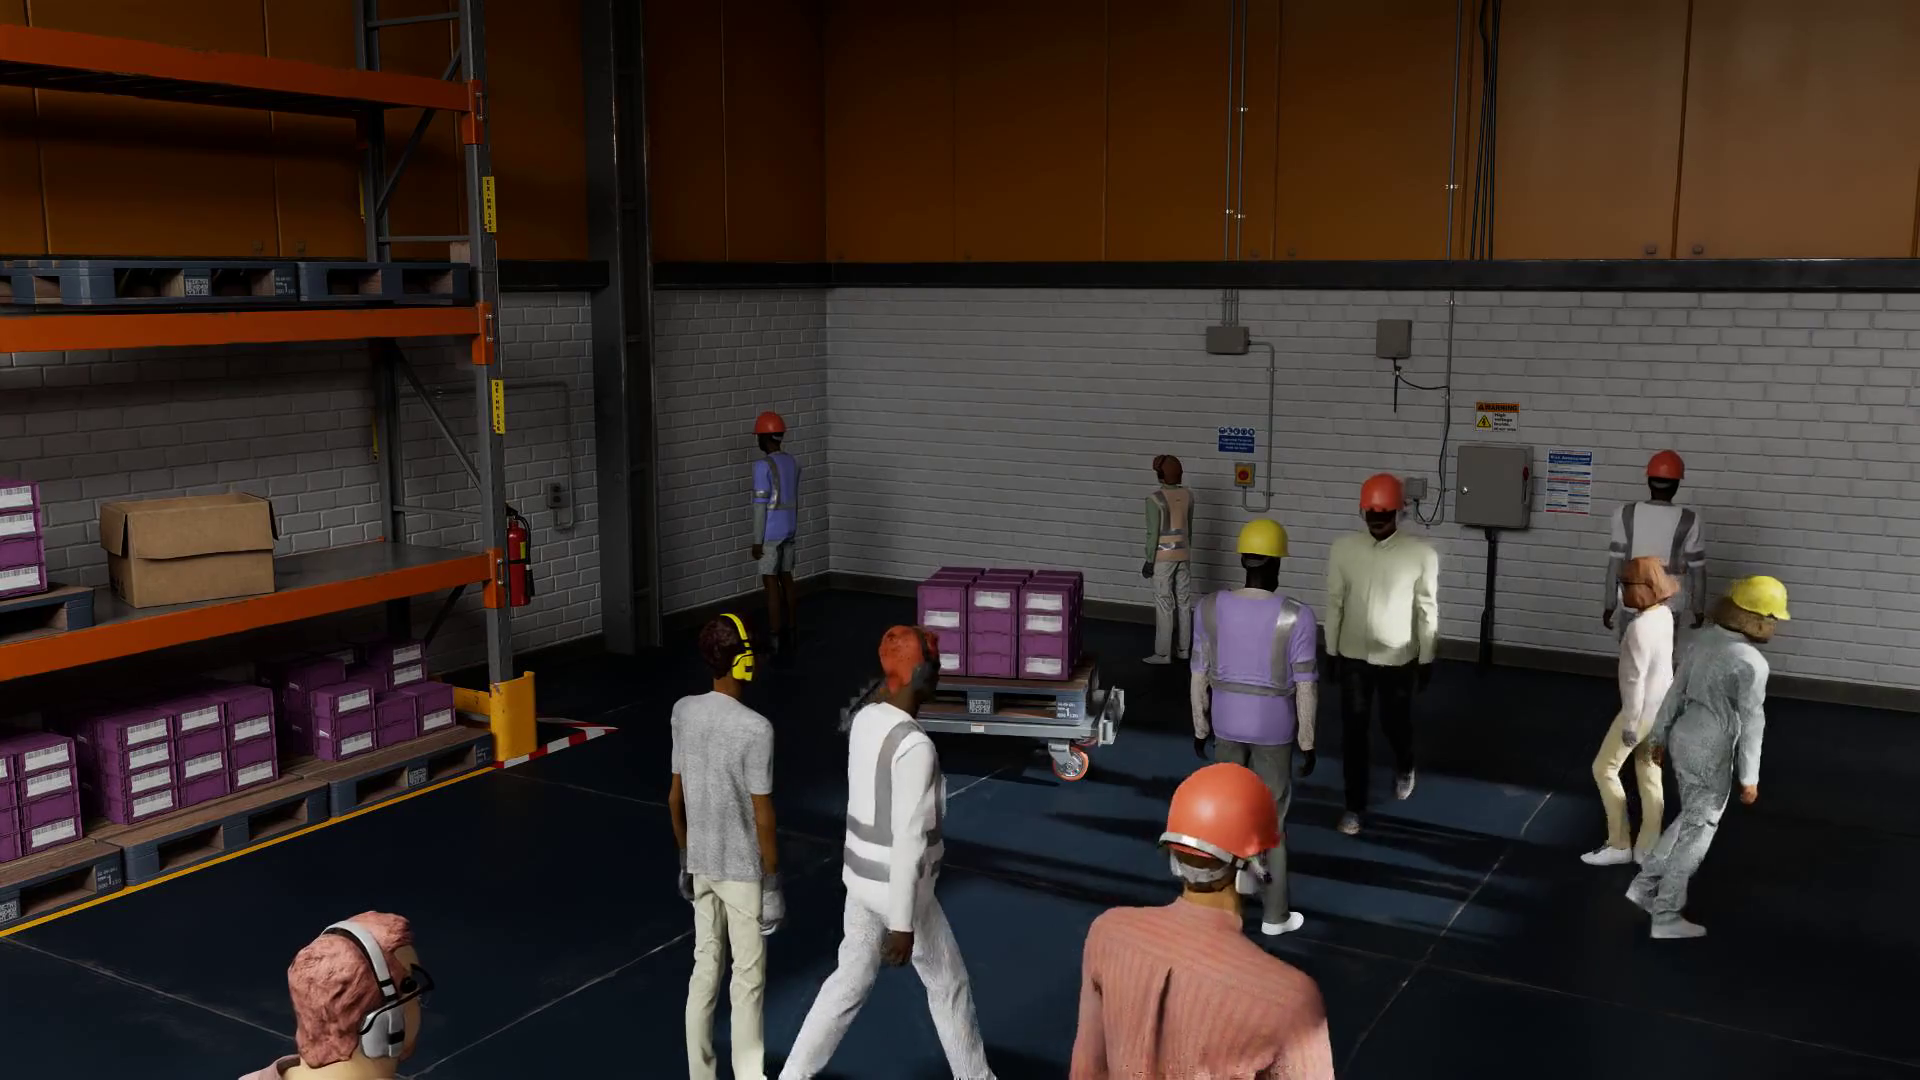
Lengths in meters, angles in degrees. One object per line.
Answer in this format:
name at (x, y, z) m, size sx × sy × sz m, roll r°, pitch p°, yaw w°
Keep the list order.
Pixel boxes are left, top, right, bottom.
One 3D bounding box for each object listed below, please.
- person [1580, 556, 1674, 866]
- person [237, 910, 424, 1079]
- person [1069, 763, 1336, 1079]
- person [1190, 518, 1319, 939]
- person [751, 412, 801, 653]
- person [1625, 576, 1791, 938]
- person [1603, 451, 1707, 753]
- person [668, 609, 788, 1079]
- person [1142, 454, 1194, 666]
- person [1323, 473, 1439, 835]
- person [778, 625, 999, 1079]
person at (3.419, 0.877, 8.469) m, size 0.405 × 1.625 × 0.557 m, roll 9°, pitch 12°, yaw 43°
person at (-1.050, 1.602, 3.039) m, size 0.641 × 1.908 × 0.407 m, roll 5°, pitch 10°, yaw 27°
person at (0.634, 1.452, 3.798) m, size 0.931 × 1.955 × 0.658 m, roll -9°, pitch 13°, yaw -43°
person at (1.356, 0.856, 7.638) m, size 0.594 × 1.922 × 0.385 m, roll 5°, pitch 10°, yaw 28°
person at (-1.505, -0.064, 13.365) m, size 0.383 × 1.932 × 0.540 m, roll 4°, pitch 10°, yaw 26°
person at (3.406, 0.986, 7.519) m, size 0.519 × 1.694 × 0.519 m, roll -2°, pitch 9°, yaw -9°
person at (4.485, 0.378, 10.691) m, size 0.568 × 1.897 × 0.913 m, roll 6°, pitch 11°, yaw 32°
person at (-0.806, 1.167, 5.866) m, size 0.517 × 1.873 × 0.334 m, roll 8°, pitch 12°, yaw 39°
person at (1.615, 0.157, 12.887) m, size 0.515 × 1.641 × 0.315 m, roll -8°, pitch 12°, yaw -41°
person at (2.314, 0.598, 9.126) m, size 0.615 × 1.976 × 0.650 m, roll 5°, pitch 10°, yaw 28°
person at (-0.250, 1.200, 5.807) m, size 0.993 × 1.832 × 0.598 m, roll -4°, pitch 10°, yaw -25°
